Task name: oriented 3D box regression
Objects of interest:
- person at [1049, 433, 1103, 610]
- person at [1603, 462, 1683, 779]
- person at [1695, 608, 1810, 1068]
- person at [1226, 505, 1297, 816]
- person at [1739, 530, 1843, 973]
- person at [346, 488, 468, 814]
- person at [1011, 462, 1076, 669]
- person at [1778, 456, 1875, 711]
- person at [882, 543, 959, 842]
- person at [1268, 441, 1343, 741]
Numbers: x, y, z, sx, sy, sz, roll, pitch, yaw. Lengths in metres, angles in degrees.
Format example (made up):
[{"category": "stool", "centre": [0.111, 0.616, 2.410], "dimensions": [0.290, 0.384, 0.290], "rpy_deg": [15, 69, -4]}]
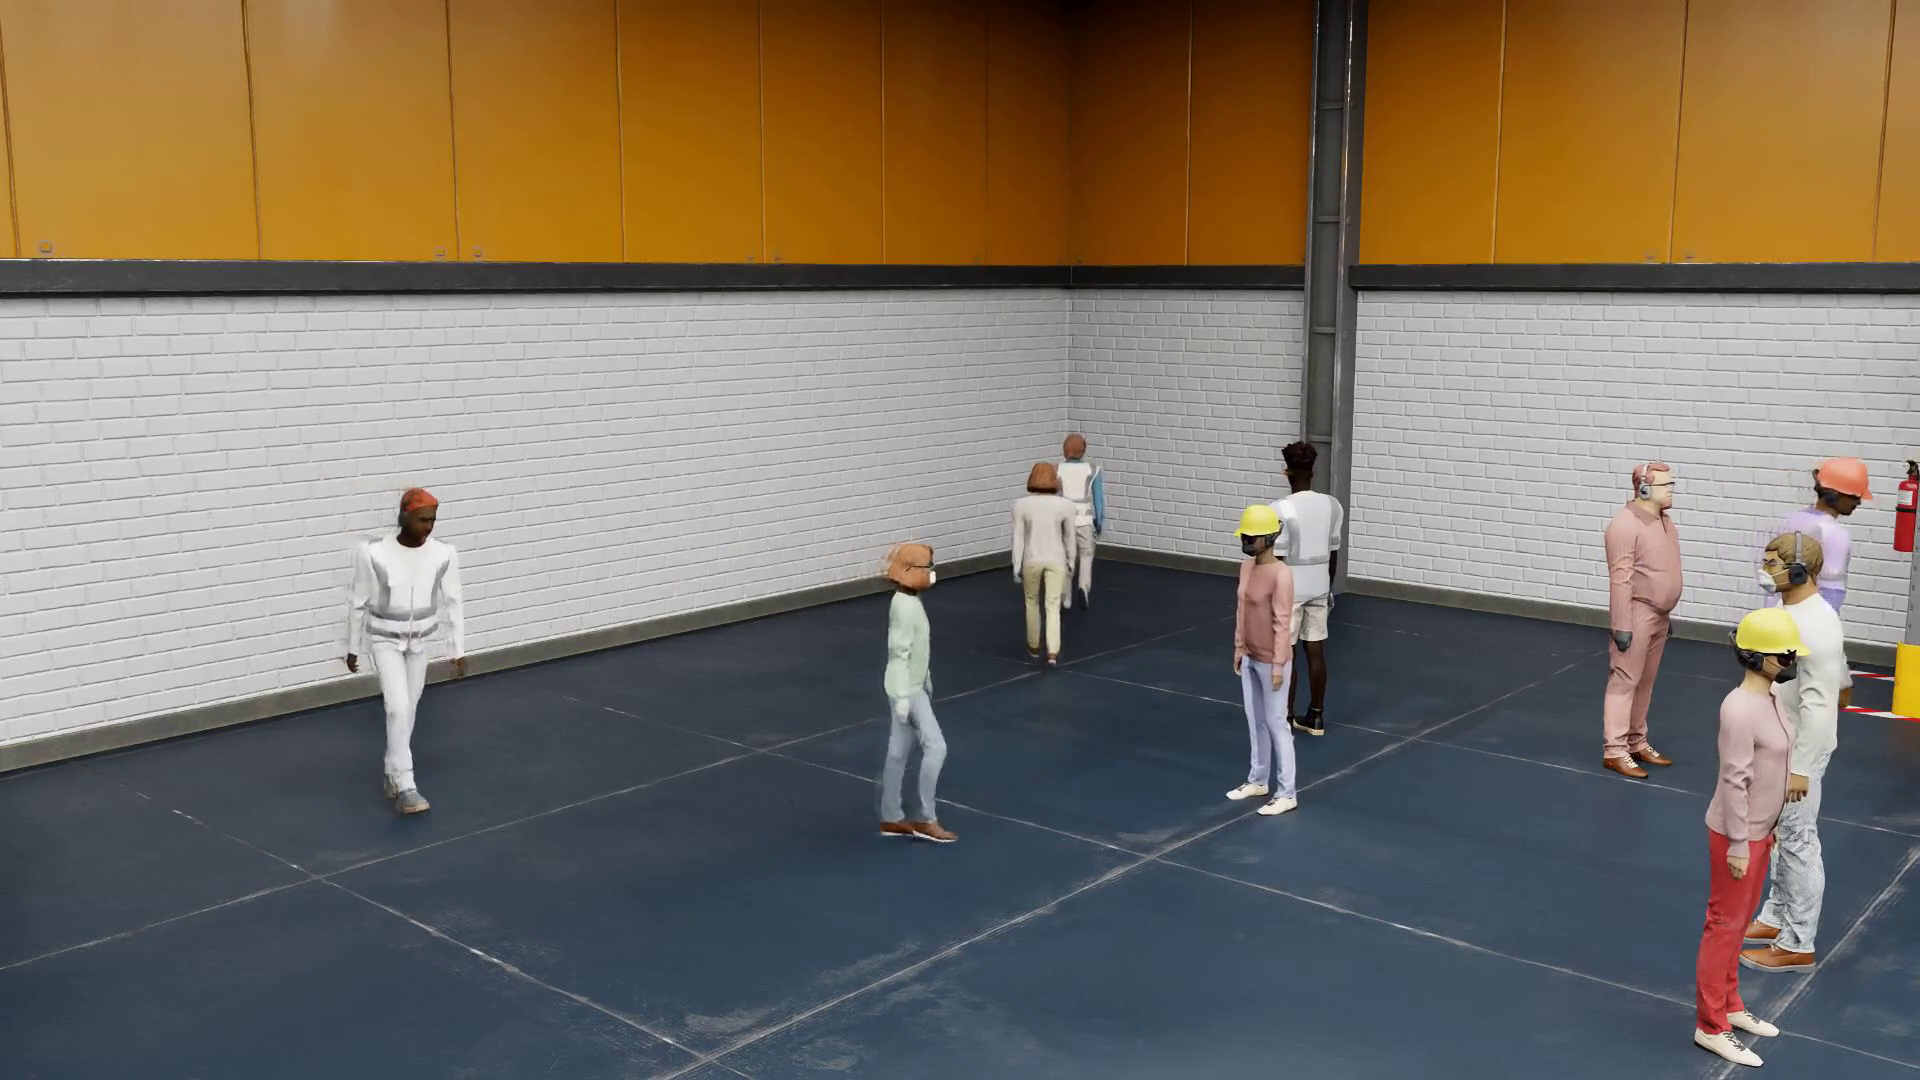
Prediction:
[{"category": "person", "centre": [1.020, -0.143, 14.935], "dimensions": [0.521, 1.625, 0.553], "rpy_deg": [1, 9, 5]}, {"category": "person", "centre": [4.179, 0.474, 10.149], "dimensions": [0.641, 1.913, 0.407], "rpy_deg": [-9, 13, -44]}, {"category": "person", "centre": [3.081, 1.131, 6.474], "dimensions": [0.311, 1.769, 0.522], "rpy_deg": [7, 11, 37]}, {"category": "person", "centre": [1.701, 0.669, 9.414], "dimensions": [0.360, 1.757, 0.521], "rpy_deg": [-3, 10, -19]}, {"category": "person", "centre": [3.626, 0.918, 7.272], "dimensions": [0.354, 1.937, 0.635], "rpy_deg": [2, 9, 15]}, {"category": "person", "centre": [-3.144, 0.617, 9.491], "dimensions": [0.596, 1.829, 0.809], "rpy_deg": [-7, 11, -37]}, {"category": "person", "centre": [0.657, 0.189, 12.939], "dimensions": [0.513, 1.592, 0.844], "rpy_deg": [0, 9, -2]}, {"category": "person", "centre": [4.908, 0.504, 9.626], "dimensions": [0.530, 2.012, 0.715], "rpy_deg": [0, 9, 2]}, {"category": "person", "centre": [-0.179, 0.815, 8.895], "dimensions": [0.557, 1.613, 0.523], "rpy_deg": [0, 9, 1]}, {"category": "person", "centre": [2.208, 0.331, 10.869], "dimensions": [0.613, 1.964, 0.361], "rpy_deg": [-5, 10, -30]}]
